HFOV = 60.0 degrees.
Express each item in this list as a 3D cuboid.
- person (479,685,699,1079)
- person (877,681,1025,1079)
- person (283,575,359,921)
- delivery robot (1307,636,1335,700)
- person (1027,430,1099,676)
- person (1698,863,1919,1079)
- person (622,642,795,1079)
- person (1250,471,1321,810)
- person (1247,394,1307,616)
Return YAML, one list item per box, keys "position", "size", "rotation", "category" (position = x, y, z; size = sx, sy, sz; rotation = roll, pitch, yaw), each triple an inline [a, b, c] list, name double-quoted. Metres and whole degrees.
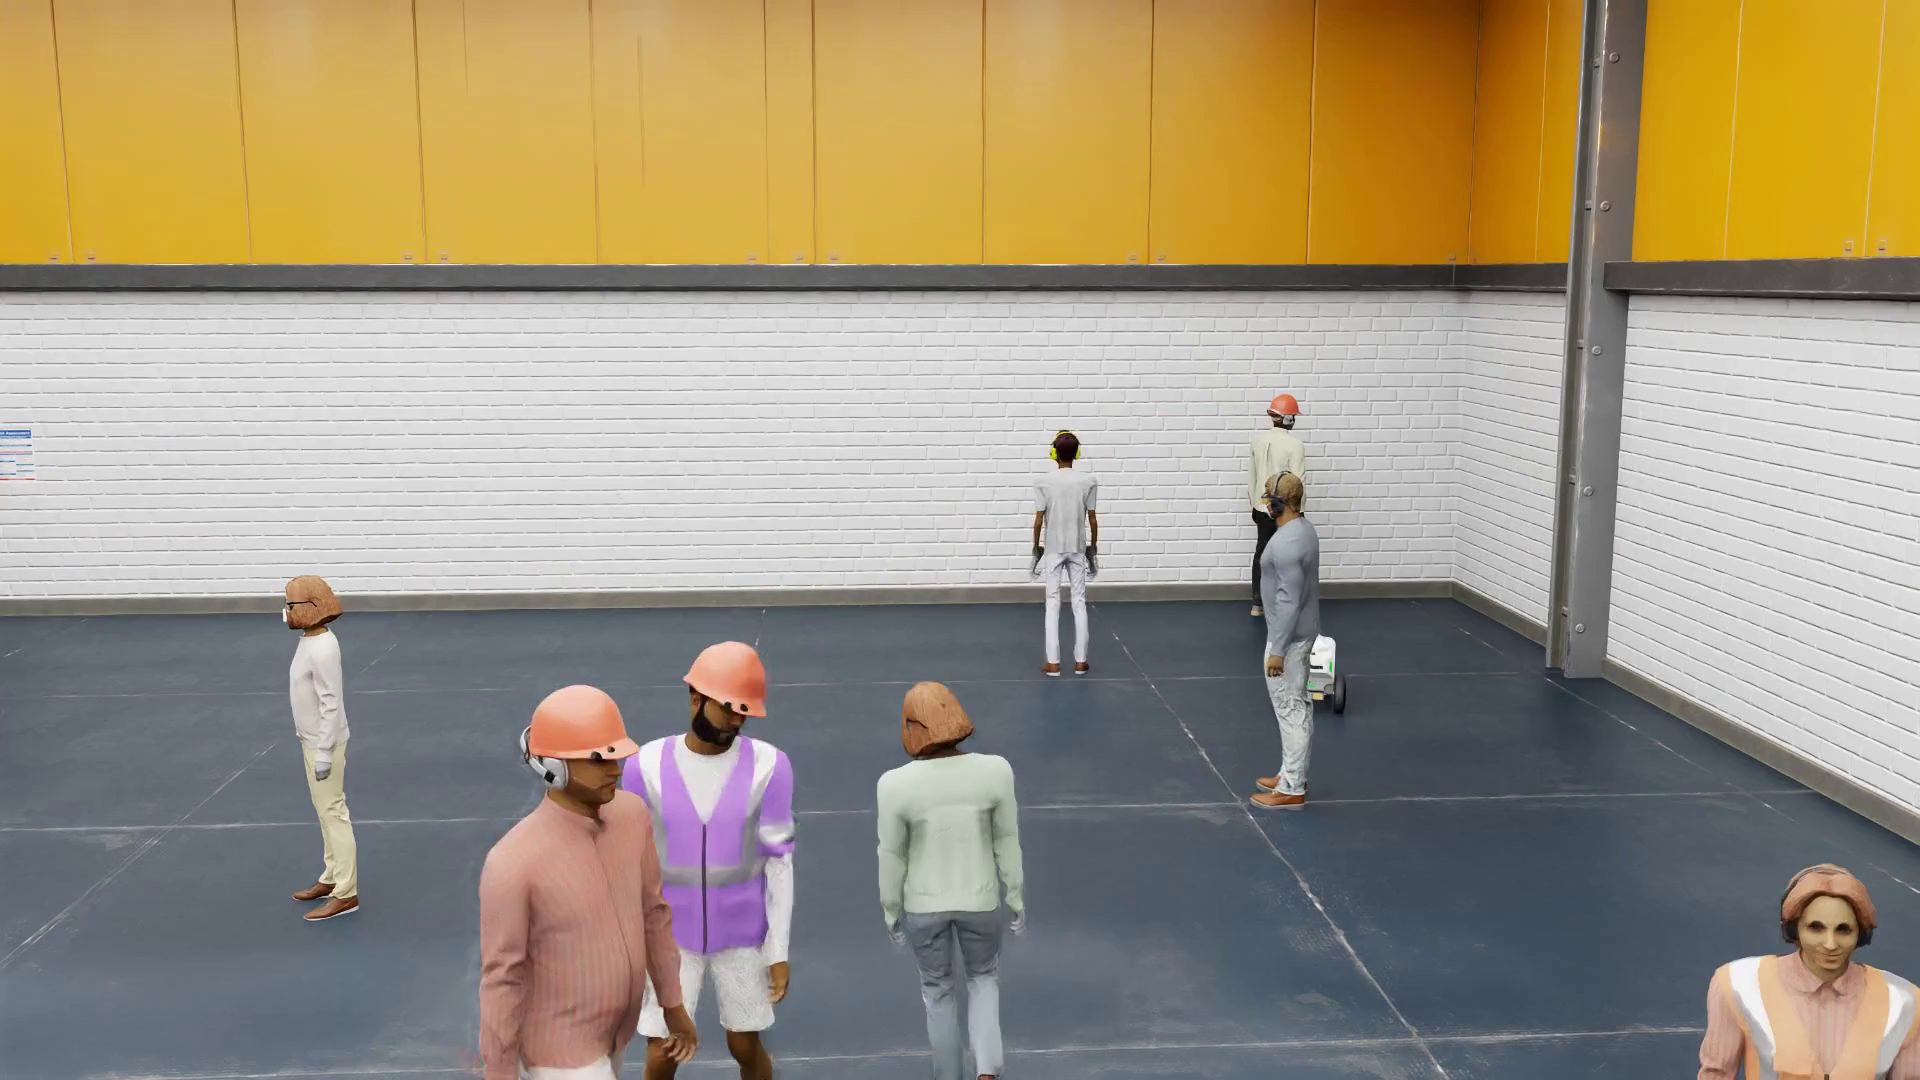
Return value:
- position: [-1.060, 1.340, 4.617]
  size: [1.019, 1.956, 0.614]
  rotation: [4, 10, 22]
  category: "person"
- position: [-0.025, 1.299, 5.855]
  size: [0.530, 1.616, 0.412]
  rotation: [-1, 9, -8]
  category: "person"
- position: [-3.044, 0.971, 7.893]
  size: [0.278, 1.633, 0.507]
  rotation: [-5, 10, -29]
  category: "person"
- position: [2.477, 0.847, 11.753]
  size: [0.477, 0.478, 0.707]
  rotation: [2, 9, 13]
  category: "delivery robot"
- position: [0.786, 0.109, 12.626]
  size: [0.571, 1.875, 0.414]
  rotation: [-1, 9, -6]
  category: "person"
- position: [2.060, 1.578, 4.066]
  size: [0.514, 1.641, 0.312]
  rotation: [2, 9, 15]
  category: "person"
- position: [-0.815, 1.257, 5.339]
  size: [0.588, 1.877, 0.602]
  rotation: [-1, 9, -5]
  category: "person"
- position: [1.859, 0.570, 9.466]
  size: [0.372, 1.936, 0.629]
  rotation: [3, 10, 20]
  category: "person"
- position: [2.823, -0.294, 14.706]
  size: [0.396, 1.992, 0.622]
  rotation: [-7, 11, -37]
  category: "person"
